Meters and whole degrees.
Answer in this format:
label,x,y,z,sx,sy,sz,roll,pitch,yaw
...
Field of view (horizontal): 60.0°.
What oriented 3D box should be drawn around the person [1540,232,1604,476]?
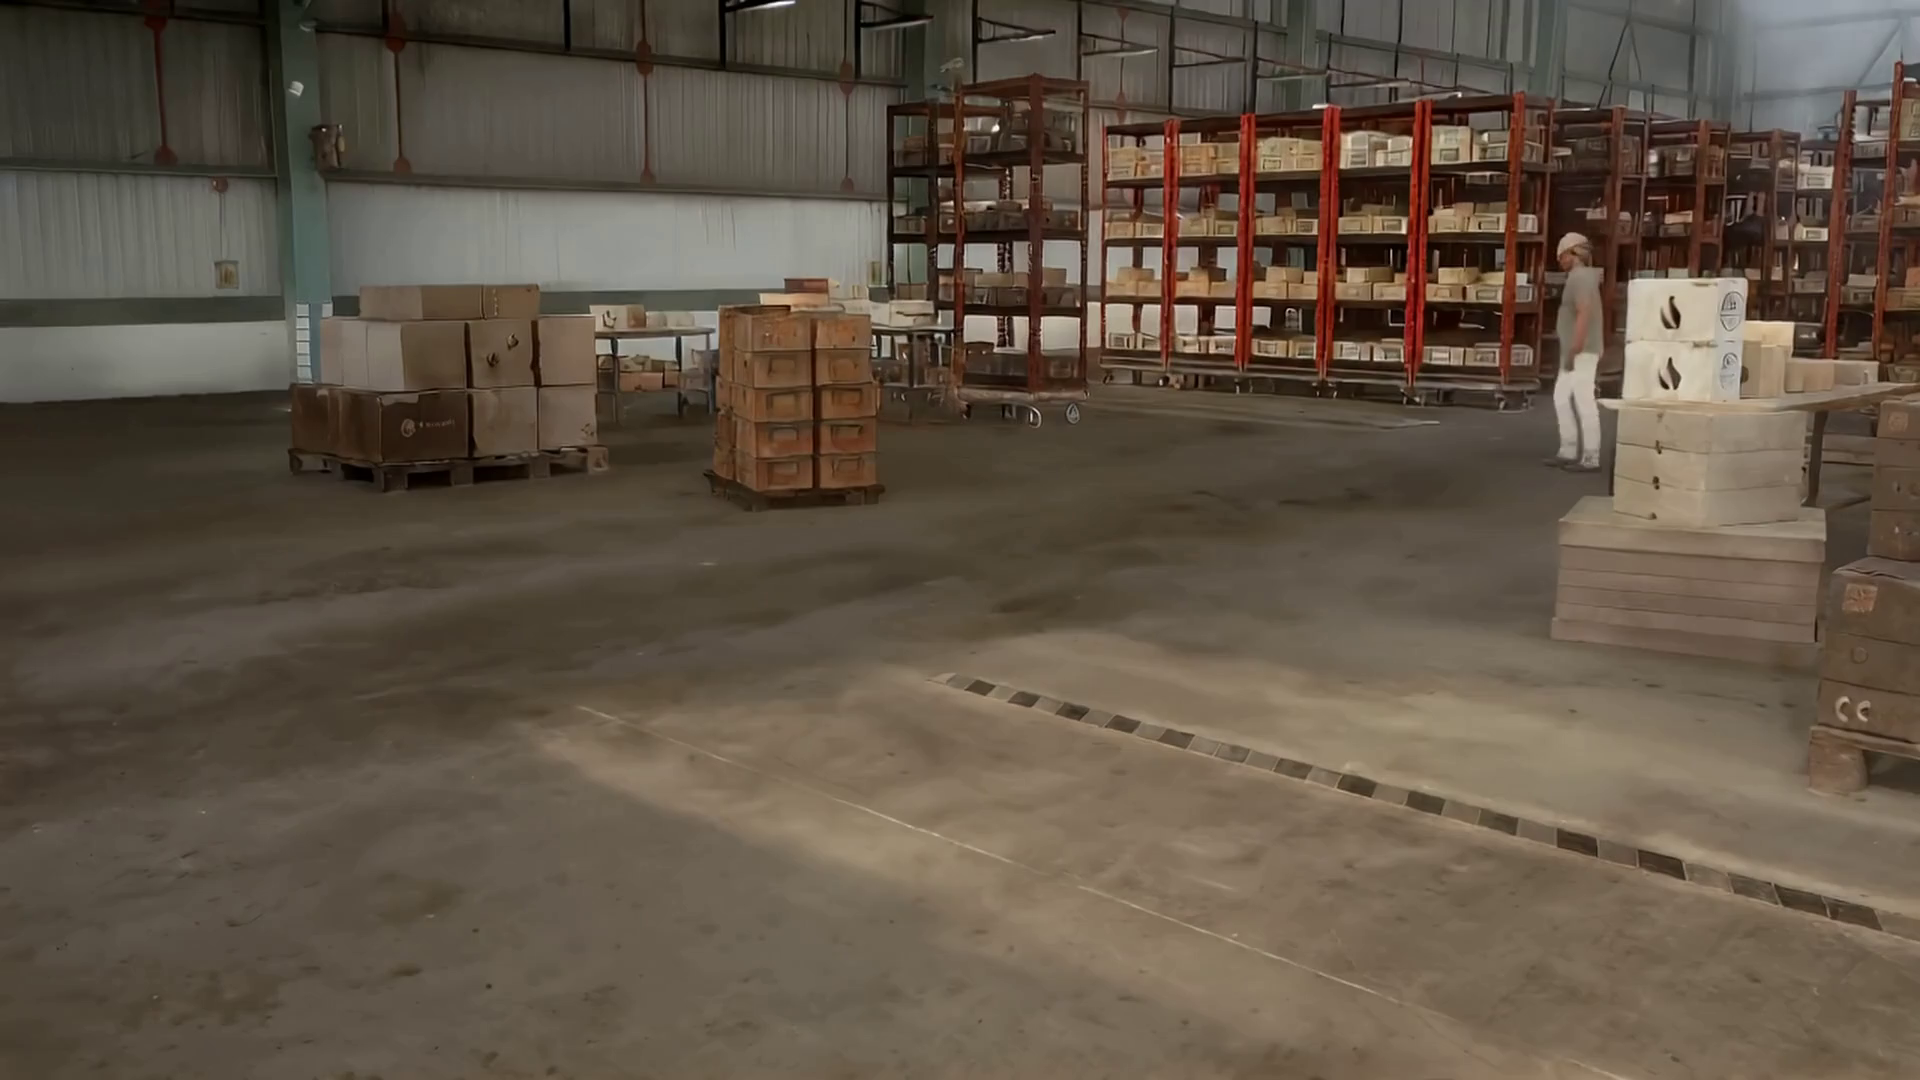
label,x,y,z,sx,sy,sz,roll,pitch,yaw
person,4.998,-1.499,13.415,0.440,1.948,0.674,2,10,14
